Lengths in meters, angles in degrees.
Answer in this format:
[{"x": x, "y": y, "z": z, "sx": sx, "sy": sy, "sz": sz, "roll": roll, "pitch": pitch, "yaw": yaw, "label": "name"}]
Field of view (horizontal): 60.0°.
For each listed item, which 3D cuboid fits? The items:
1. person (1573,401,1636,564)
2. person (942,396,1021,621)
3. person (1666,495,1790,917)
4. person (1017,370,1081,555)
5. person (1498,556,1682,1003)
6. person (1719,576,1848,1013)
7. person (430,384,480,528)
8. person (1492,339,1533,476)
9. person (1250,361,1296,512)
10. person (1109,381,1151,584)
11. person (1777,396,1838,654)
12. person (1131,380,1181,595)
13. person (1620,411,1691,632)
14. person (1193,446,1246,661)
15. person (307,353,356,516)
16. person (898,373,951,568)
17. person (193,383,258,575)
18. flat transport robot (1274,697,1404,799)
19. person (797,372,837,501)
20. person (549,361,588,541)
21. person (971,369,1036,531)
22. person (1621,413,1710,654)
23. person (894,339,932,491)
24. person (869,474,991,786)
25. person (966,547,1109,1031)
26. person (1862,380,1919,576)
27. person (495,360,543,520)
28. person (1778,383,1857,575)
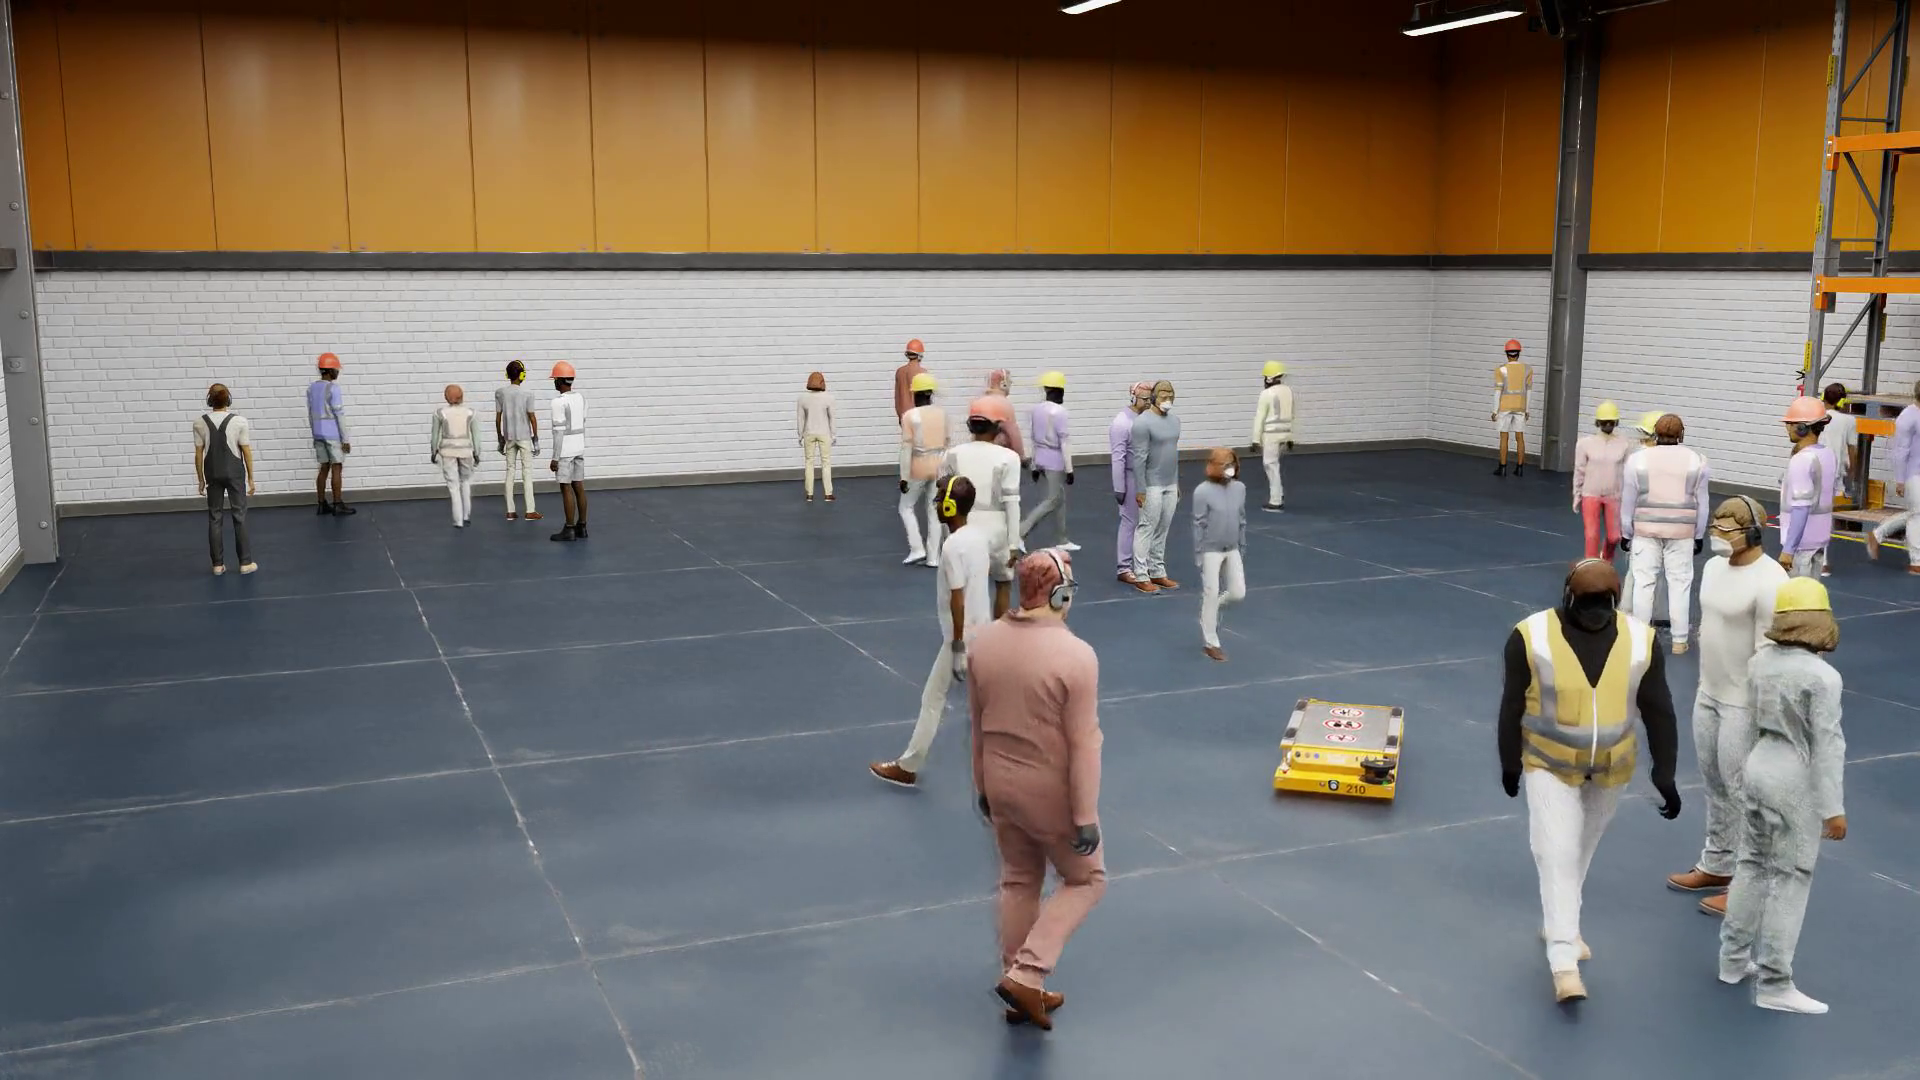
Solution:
[{"x": 5.861, "y": -0.405, "z": 15.185, "sx": 0.530, "sy": 1.750, "sz": 0.550, "roll": 2, "pitch": 10, "yaw": 13, "label": "person"}, {"x": 0.164, "y": -0.031, "z": 12.090, "sx": 0.624, "sy": 2.020, "sz": 0.588, "roll": 3, "pitch": 10, "yaw": 18, "label": "person"}, {"x": 3.561, "y": 0.750, "z": 7.644, "sx": 0.367, "sy": 1.932, "sz": 0.631, "roll": 0, "pitch": 9, "yaw": -2, "label": "person"}, {"x": 0.883, "y": -0.789, "z": 17.045, "sx": 0.842, "sy": 1.904, "sz": 0.599, "roll": -4, "pitch": 10, "yaw": -24, "label": "person"}, {"x": 2.565, "y": 0.957, "z": 6.795, "sx": 0.651, "sy": 1.782, "sz": 0.960, "roll": 1, "pitch": 9, "yaw": 4, "label": "person"}, {"x": 3.332, "y": 1.016, "z": 6.657, "sx": 0.351, "sy": 1.727, "sz": 0.570, "roll": -2, "pitch": 10, "yaw": -10, "label": "person"}, {"x": -5.764, "y": -0.962, "z": 18.936, "sx": 0.518, "sy": 1.618, "sz": 0.678, "roll": -5, "pitch": 11, "yaw": -29, "label": "person"}, {"x": 7.753, "y": -1.852, "z": 23.405, "sx": 0.542, "sy": 1.928, "sz": 0.374, "roll": 0, "pitch": 9, "yaw": -1, "label": "person"}, {"x": 3.749, "y": -1.241, "z": 20.036, "sx": 0.474, "sy": 1.814, "sz": 0.593, "roll": 9, "pitch": 13, "yaw": 43, "label": "person"}, {"x": 1.672, "y": -0.538, "z": 15.547, "sx": 0.401, "sy": 1.896, "sz": 0.659, "roll": 9, "pitch": 13, "yaw": 42, "label": "person"}, {"x": 5.971, "y": -0.002, "z": 11.845, "sx": 0.391, "sy": 2.040, "sz": 0.615, "roll": 9, "pitch": 13, "yaw": 44, "label": "person"}, {"x": 1.792, "y": -0.485, "z": 15.091, "sx": 0.353, "sy": 1.936, "sz": 0.635, "roll": 8, "pitch": 12, "yaw": 41, "label": "person"}, {"x": 5.591, "y": -0.111, "z": 13.209, "sx": 0.672, "sy": 1.806, "sz": 0.612, "roll": 2, "pitch": 10, "yaw": 14, "label": "person"}, {"x": 1.938, "y": 0.093, "z": 12.540, "sx": 0.498, "sy": 1.625, "sz": 0.410, "roll": -5, "pitch": 11, "yaw": -28, "label": "person"}, {"x": -7.458, "y": -1.241, "z": 19.730, "sx": 0.572, "sy": 1.931, "sz": 0.388, "roll": 6, "pitch": 11, "yaw": 31, "label": "person"}, {"x": -0.380, "y": -0.679, "z": 16.326, "sx": 0.612, "sy": 1.912, "sz": 0.500, "roll": -7, "pitch": 12, "yaw": -36, "label": "person"}, {"x": -7.046, "y": -0.583, "z": 15.958, "sx": 0.513, "sy": 1.846, "sz": 0.334, "roll": -2, "pitch": 10, "yaw": -12, "label": "person"}, {"x": 2.275, "y": 1.208, "z": 9.875, "sx": 0.652, "sy": 0.197, "sz": 1.431, "roll": 3, "pitch": 10, "yaw": 17, "label": "flat transport robot"}, {"x": -1.799, "y": -1.300, "z": 20.947, "sx": 0.498, "sy": 1.634, "sz": 0.282, "roll": 1, "pitch": 9, "yaw": 6, "label": "person"}, {"x": -4.237, "y": -0.951, "z": 17.918, "sx": 0.356, "sy": 1.938, "sz": 0.545, "roll": 3, "pitch": 10, "yaw": 19, "label": "person"}, {"x": 0.471, "y": -0.885, "z": 17.747, "sx": 0.941, "sy": 1.858, "sz": 0.639, "roll": -4, "pitch": 10, "yaw": -24, "label": "person"}, {"x": 5.380, "y": -0.047, "z": 12.732, "sx": 0.619, "sy": 1.845, "sz": 0.430, "roll": 3, "pitch": 10, "yaw": 19, "label": "person"}, {"x": -0.590, "y": -1.647, "z": 21.961, "sx": 0.624, "sy": 1.993, "sz": 0.388, "roll": 9, "pitch": 13, "yaw": 43, "label": "person"}, {"x": -0.013, "y": 0.533, "z": 9.295, "sx": 1.008, "sy": 1.811, "sz": 0.534, "roll": 5, "pitch": 10, "yaw": 26, "label": "person"}, {"x": 0.305, "y": 0.968, "z": 6.416, "sx": 0.445, "sy": 1.889, "sz": 0.667, "roll": -9, "pitch": 13, "yaw": -43, "label": "person"}, {"x": 9.140, "y": -0.624, "z": 16.010, "sx": 0.635, "sy": 1.919, "sz": 0.767, "roll": -6, "pitch": 11, "yaw": -33, "label": "person"}, {"x": -5.141, "y": -1.157, "z": 19.372, "sx": 0.531, "sy": 1.871, "sz": 0.322, "roll": 1, "pitch": 9, "yaw": 8, "label": "person"}, {"x": 8.316, "y": -0.608, "z": 16.151, "sx": 0.556, "sy": 1.825, "sz": 0.861, "roll": 1, "pitch": 9, "yaw": 3, "label": "person"}]
